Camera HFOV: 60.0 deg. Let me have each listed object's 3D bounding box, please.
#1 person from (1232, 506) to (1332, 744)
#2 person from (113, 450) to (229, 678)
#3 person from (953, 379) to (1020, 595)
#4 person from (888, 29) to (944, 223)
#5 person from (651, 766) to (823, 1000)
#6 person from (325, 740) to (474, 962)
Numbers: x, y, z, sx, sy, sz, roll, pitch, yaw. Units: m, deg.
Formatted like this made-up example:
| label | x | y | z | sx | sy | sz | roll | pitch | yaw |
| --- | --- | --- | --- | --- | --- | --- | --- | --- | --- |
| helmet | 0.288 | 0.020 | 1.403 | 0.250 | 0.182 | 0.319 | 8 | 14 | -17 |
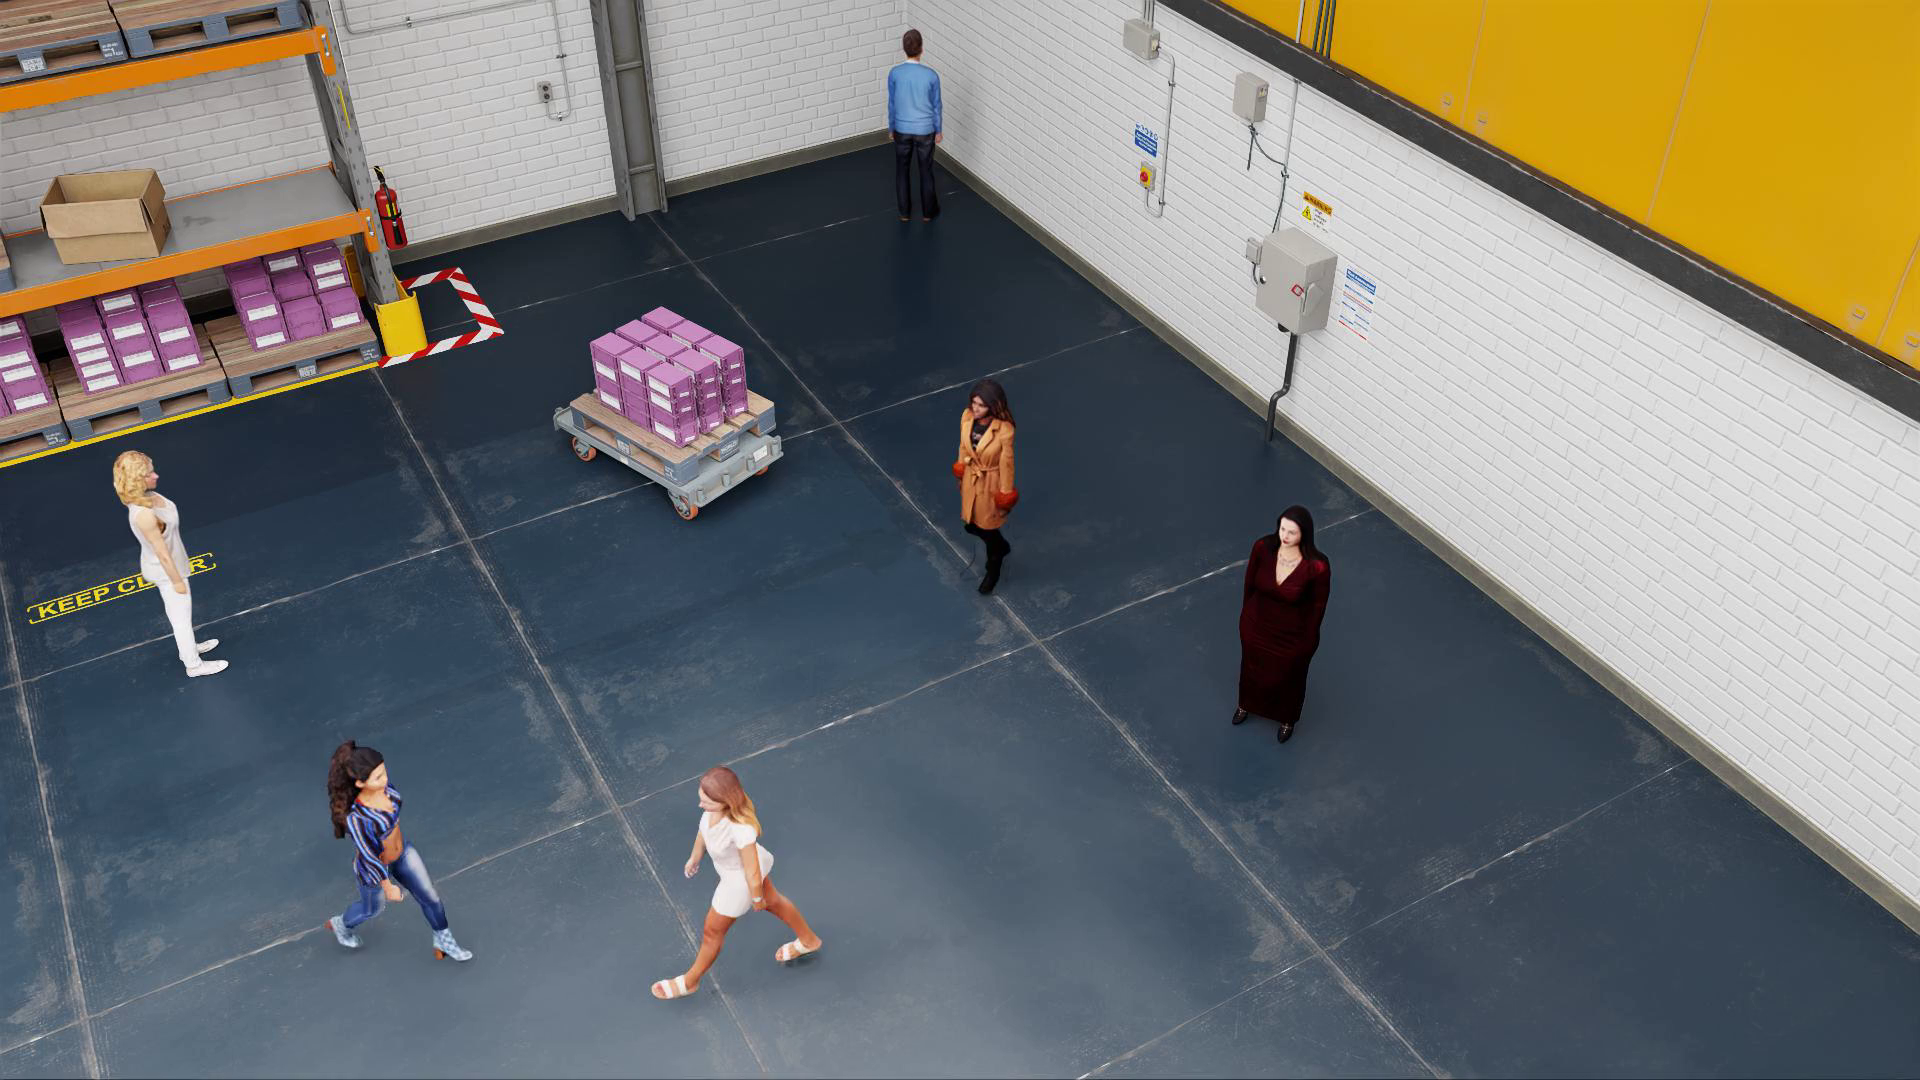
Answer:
| label | x | y | z | sx | sy | sz | roll | pitch | yaw |
| --- | --- | --- | --- | --- | --- | --- | --- | --- | --- |
| person | 1.941 | 0.501 | 10.046 | 0.768 | 1.757 | 0.776 | 21 | 43 | 24 |
| person | -5.054 | 0.145 | 10.561 | 0.533 | 1.672 | 0.589 | -21 | 43 | -25 |
| person | 0.194 | -0.368 | 11.172 | 0.815 | 1.709 | 0.839 | 28 | 46 | 31 |
| person | -0.424 | -3.831 | 15.425 | 0.712 | 1.813 | 0.804 | 5 | 39 | 6 |
| person | -1.058 | 1.720 | 8.614 | 1.208 | 1.639 | 0.724 | -12 | 40 | -15 |
| person | -3.083 | 1.690 | 8.696 | 1.101 | 1.585 | 1.028 | 9 | 40 | 12 |
